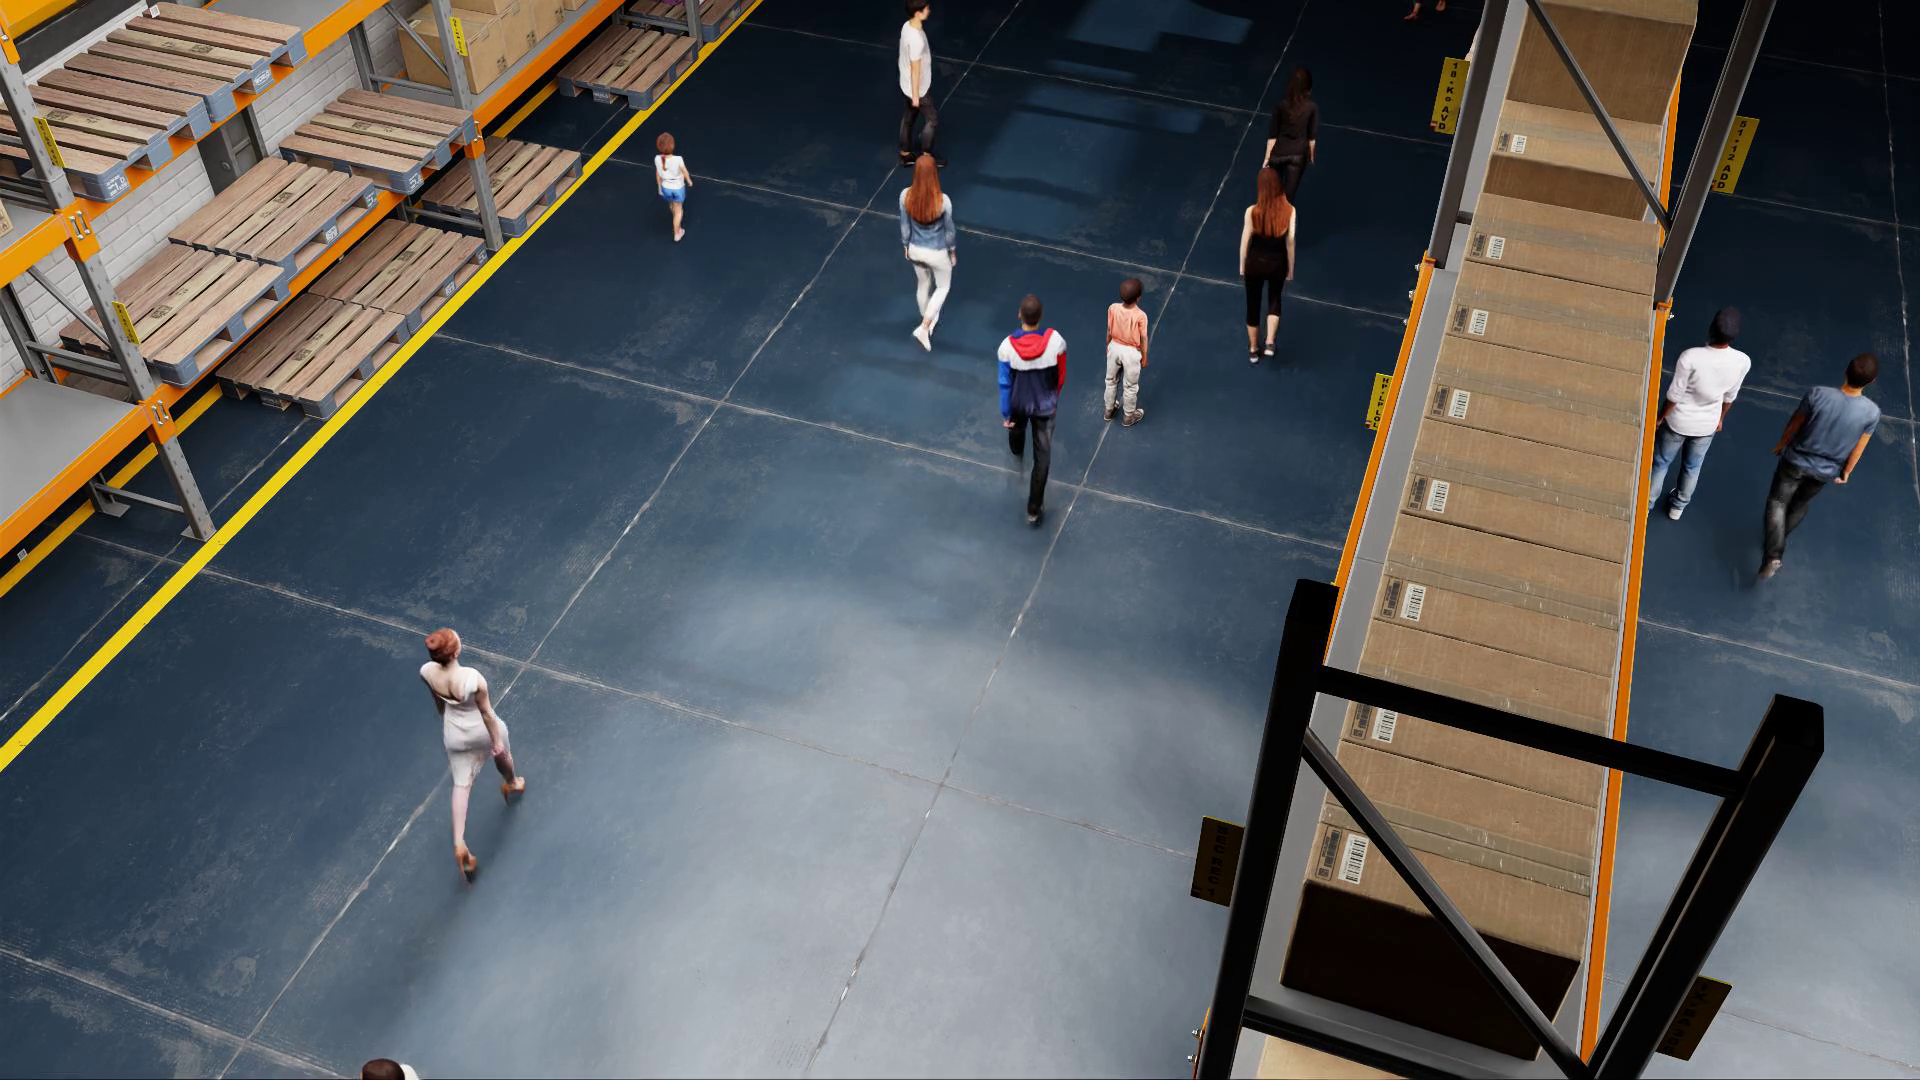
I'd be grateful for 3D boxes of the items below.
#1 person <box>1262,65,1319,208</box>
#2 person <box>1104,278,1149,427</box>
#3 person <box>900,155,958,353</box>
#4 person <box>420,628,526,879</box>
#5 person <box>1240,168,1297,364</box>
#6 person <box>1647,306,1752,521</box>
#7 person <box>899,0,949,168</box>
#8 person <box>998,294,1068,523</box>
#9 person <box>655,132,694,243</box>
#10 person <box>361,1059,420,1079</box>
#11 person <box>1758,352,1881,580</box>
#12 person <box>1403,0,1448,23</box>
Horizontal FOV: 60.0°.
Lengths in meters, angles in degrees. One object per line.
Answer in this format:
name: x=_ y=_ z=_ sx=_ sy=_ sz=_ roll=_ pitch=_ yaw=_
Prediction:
person: x=2.856 y=-3.281 z=14.432 sx=0.713 sy=1.603 sz=1.115 roll=7 pitch=44 yaw=7
person: x=1.263 y=-1.445 z=12.718 sx=0.529 sy=1.310 sz=0.511 roll=22 pitch=48 yaw=22
person: x=-0.275 y=-2.254 z=13.292 sx=0.640 sy=1.690 sz=0.884 roll=16 pitch=46 yaw=16
person: x=-2.877 y=1.203 z=9.615 sx=0.661 sy=1.756 sz=1.087 roll=9 pitch=44 yaw=9
person: x=2.404 y=-2.100 z=13.114 sx=0.679 sy=1.713 sz=0.715 roll=6 pitch=44 yaw=7
person: x=5.176 y=-0.883 z=11.758 sx=0.701 sy=1.819 sz=0.671 roll=3 pitch=44 yaw=3
person: x=-0.484 y=-4.211 z=15.331 sx=0.868 sy=1.710 sz=0.794 roll=-7 pitch=44 yaw=-7
person: x=0.521 y=-0.905 z=11.870 sx=0.932 sy=1.698 sz=1.282 roll=1 pitch=44 yaw=1
person: x=-2.540 y=-3.106 z=14.685 sx=0.470 sy=1.002 sz=0.667 roll=8 pitch=44 yaw=8
person: x=-2.600 y=2.913 z=8.037 sx=0.628 sy=1.458 sz=0.470 roll=6 pitch=44 yaw=6
person: x=5.815 y=-0.487 z=11.362 sx=0.650 sy=1.793 sz=0.989 roll=15 pitch=46 yaw=15
person: x=5.207 y=-6.407 z=17.585 sx=0.811 sy=1.782 sz=1.184 roll=24 pitch=49 yaw=23
